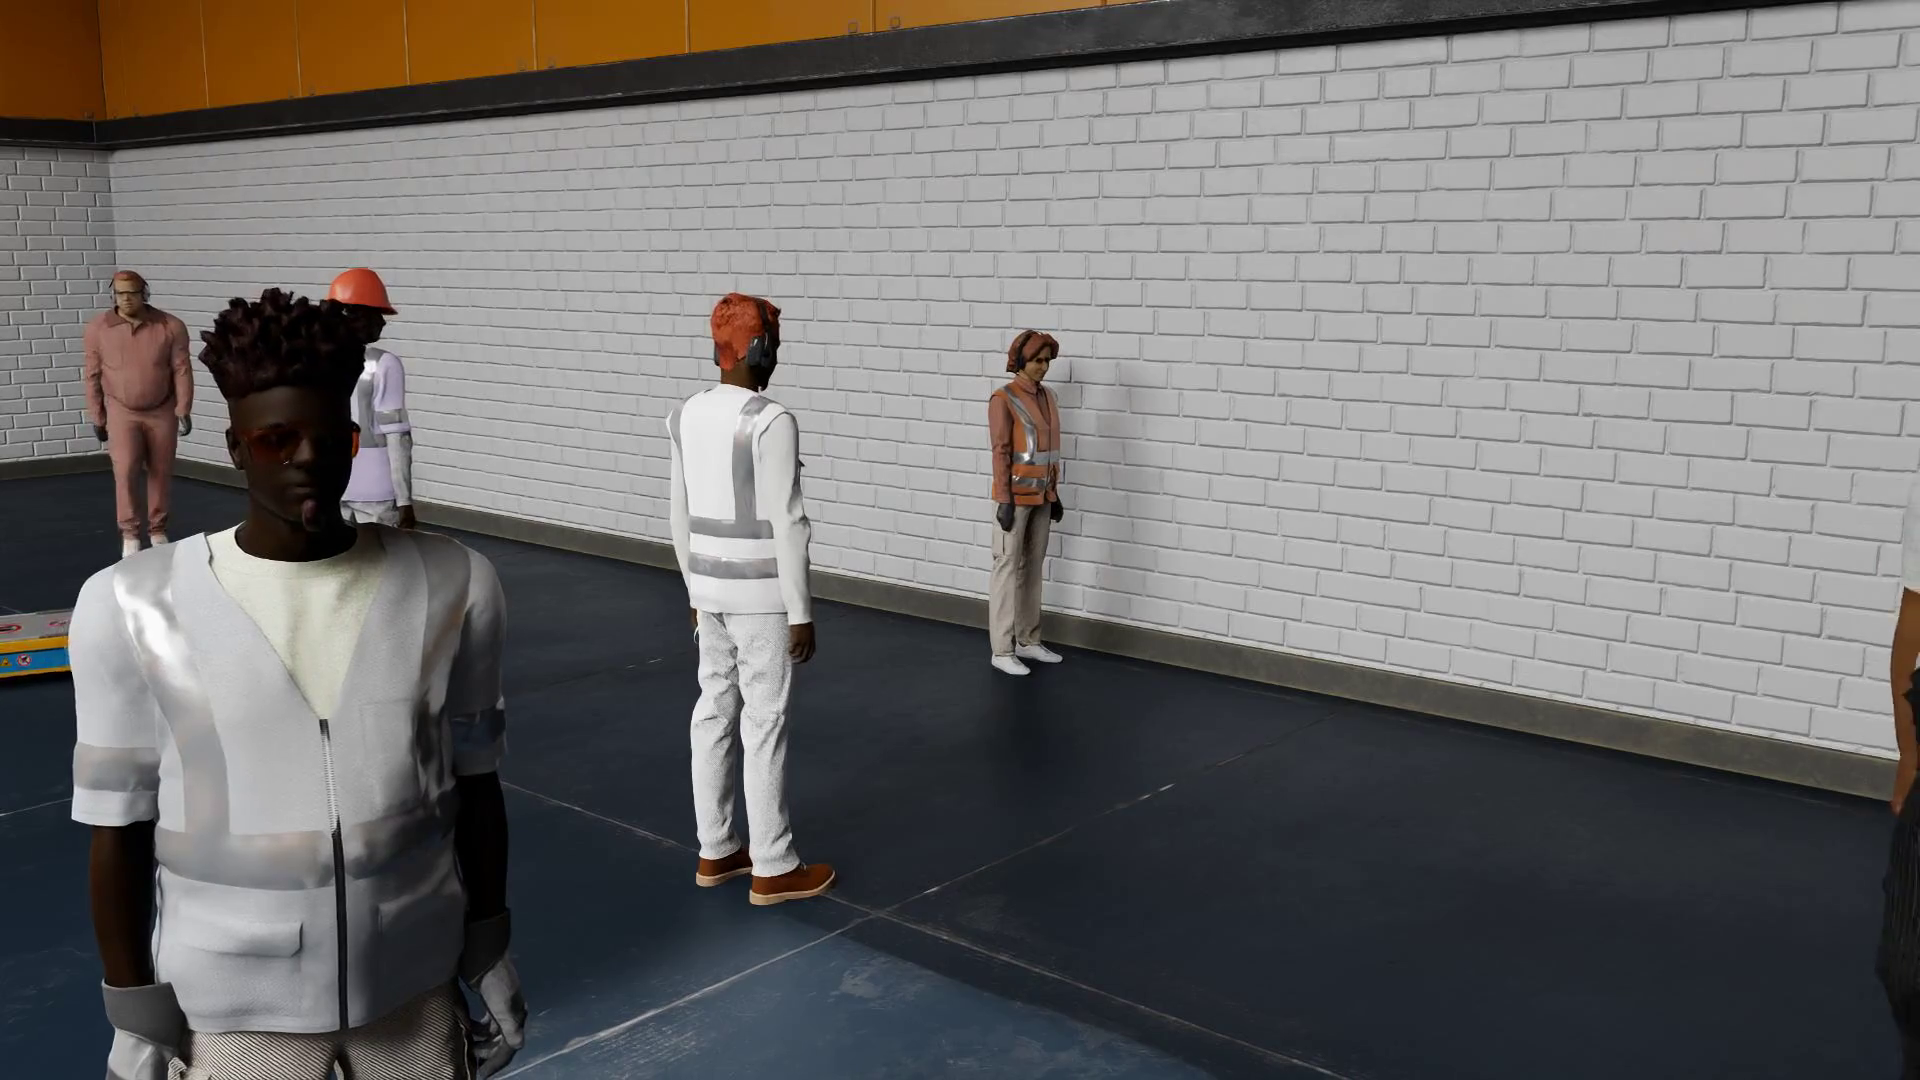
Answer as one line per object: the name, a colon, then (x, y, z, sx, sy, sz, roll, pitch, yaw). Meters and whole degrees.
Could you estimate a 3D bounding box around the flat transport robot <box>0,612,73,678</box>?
flat transport robot: (-4.490, 0.508, 7.922, 1.431, 0.197, 0.652, -6, 11, -29)

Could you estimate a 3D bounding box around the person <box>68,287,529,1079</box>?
person: (-0.935, 0.624, 2.440, 0.606, 1.967, 0.367, -6, 12, -32)

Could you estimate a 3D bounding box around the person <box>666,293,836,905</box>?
person: (-0.659, 0.185, 5.167, 0.573, 1.887, 0.355, 9, 13, 42)

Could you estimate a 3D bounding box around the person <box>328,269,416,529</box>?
person: (-2.642, -0.225, 7.376, 0.547, 1.930, 0.384, 3, 11, 19)

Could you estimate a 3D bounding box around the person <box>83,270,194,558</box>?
person: (-5.349, -0.813, 10.897, 0.640, 1.877, 0.746, -5, 11, -28)

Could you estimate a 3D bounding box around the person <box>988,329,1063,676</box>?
person: (0.316, -0.185, 7.978, 0.310, 1.639, 0.514, 7, 12, 34)
